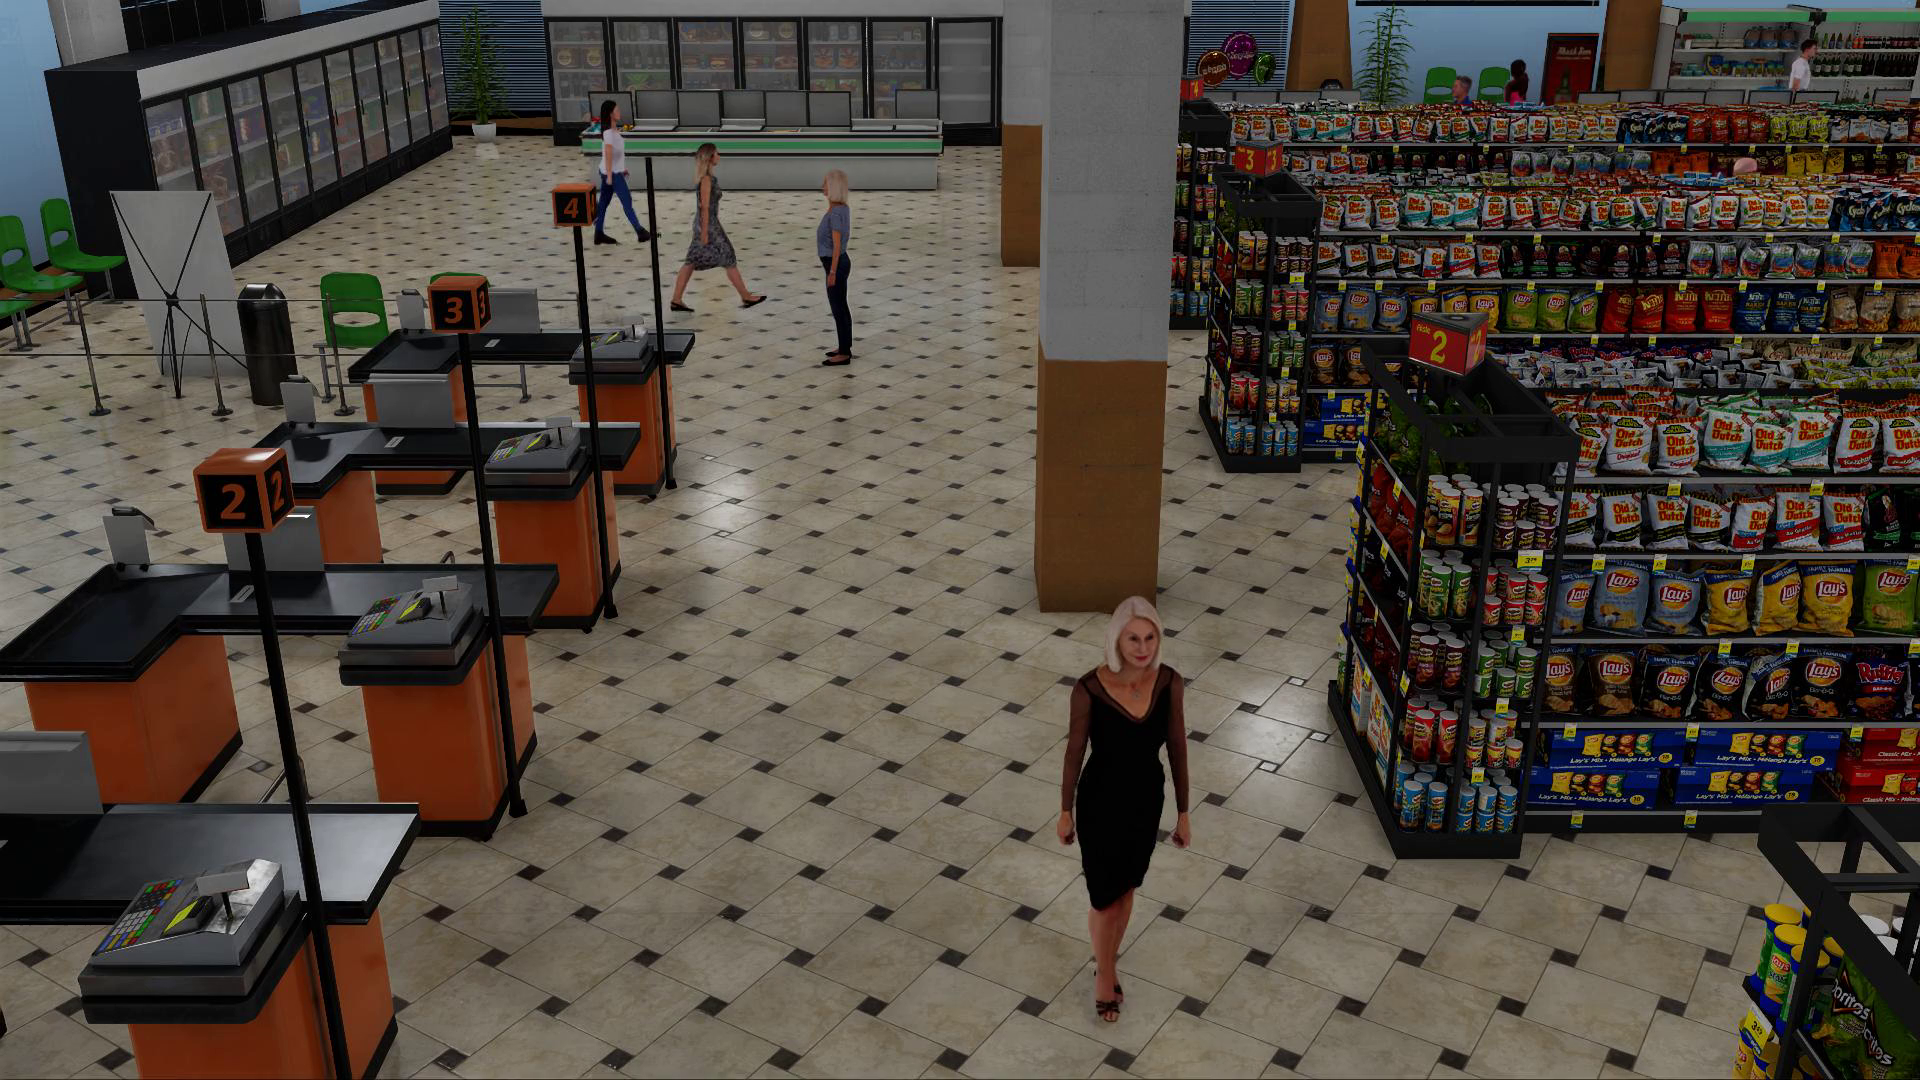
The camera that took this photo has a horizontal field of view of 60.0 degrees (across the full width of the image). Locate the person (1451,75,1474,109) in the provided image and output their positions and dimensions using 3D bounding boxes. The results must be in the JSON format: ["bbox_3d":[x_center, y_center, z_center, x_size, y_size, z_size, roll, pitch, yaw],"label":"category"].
[{"bbox_3d":[6.143,-4.784,20.496,0.572,1.827,0.734,-2,22,-5],"label":"person"}]

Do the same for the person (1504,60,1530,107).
[{"bbox_3d":[7.748,-5.767,23.158,1.137,1.666,0.909,-7,23,-18],"label":"person"}]

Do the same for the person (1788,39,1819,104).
[{"bbox_3d":[12.286,-6.471,24.743,1.296,1.790,0.829,4,22,9],"label":"person"}]

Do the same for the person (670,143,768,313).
[{"bbox_3d":[-2.565,-2.996,16.279,1.248,1.654,0.832,-7,23,-17],"label":"person"}]

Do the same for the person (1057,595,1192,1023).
[{"bbox_3d":[0.582,0.976,6.285,0.645,1.734,0.762,-6,23,-14],"label":"person"}]

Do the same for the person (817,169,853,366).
[{"bbox_3d":[-1.088,-2.418,14.750,0.512,1.722,0.594,1,22,3],"label":"person"}]

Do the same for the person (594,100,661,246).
[{"bbox_3d":[-4.134,-4.220,19.326,1.058,1.653,0.784,-6,23,-15],"label":"person"}]
